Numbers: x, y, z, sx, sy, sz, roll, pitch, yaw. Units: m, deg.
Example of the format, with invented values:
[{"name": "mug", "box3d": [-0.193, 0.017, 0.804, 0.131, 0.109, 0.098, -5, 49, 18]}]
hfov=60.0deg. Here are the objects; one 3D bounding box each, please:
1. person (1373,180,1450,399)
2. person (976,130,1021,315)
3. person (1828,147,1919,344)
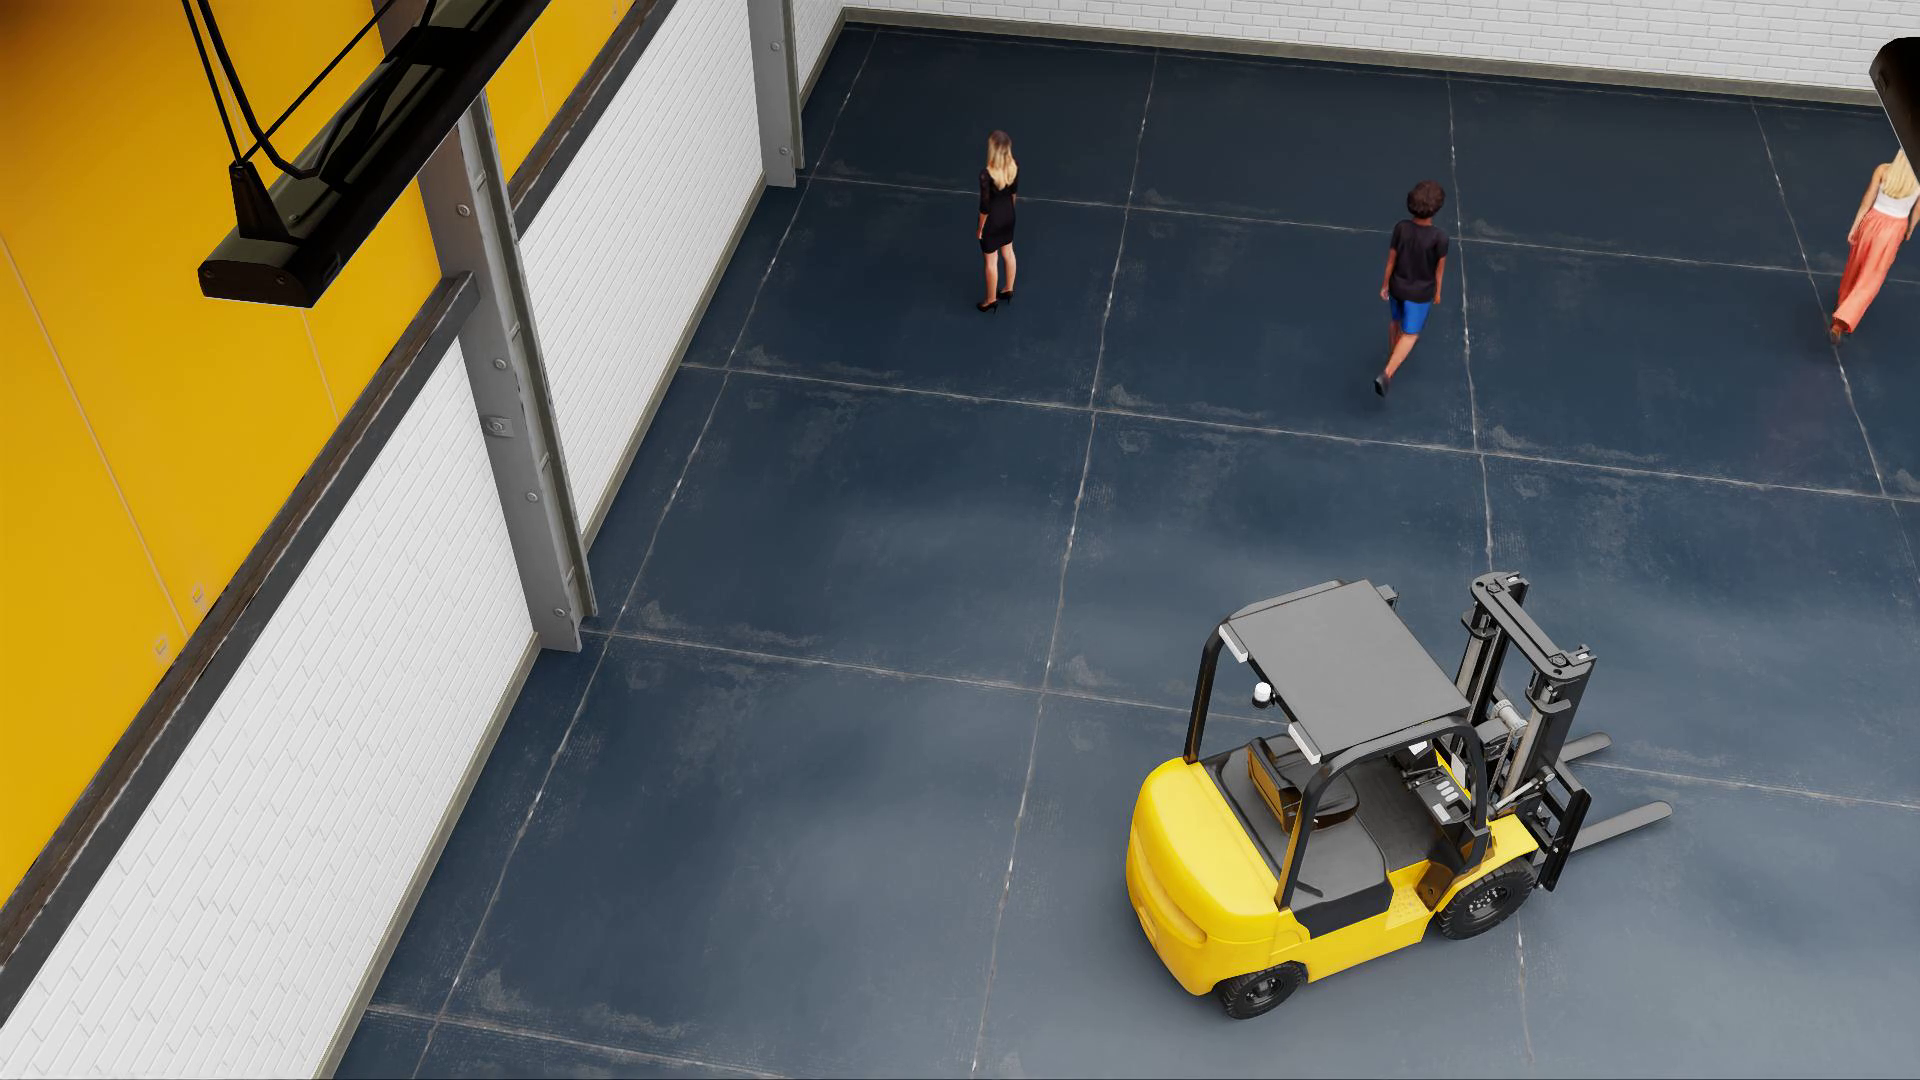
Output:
[{"name": "person", "box3d": [3.462, -1.903, 12.838, 0.912, 1.776, 1.142, 26, 50, 25]}, {"name": "person", "box3d": [0.309, -2.611, 13.653, 0.576, 1.677, 0.669, -33, 53, -30]}, {"name": "person", "box3d": [7.372, -2.395, 13.360, 0.988, 1.769, 1.247, 30, 51, 27]}]
